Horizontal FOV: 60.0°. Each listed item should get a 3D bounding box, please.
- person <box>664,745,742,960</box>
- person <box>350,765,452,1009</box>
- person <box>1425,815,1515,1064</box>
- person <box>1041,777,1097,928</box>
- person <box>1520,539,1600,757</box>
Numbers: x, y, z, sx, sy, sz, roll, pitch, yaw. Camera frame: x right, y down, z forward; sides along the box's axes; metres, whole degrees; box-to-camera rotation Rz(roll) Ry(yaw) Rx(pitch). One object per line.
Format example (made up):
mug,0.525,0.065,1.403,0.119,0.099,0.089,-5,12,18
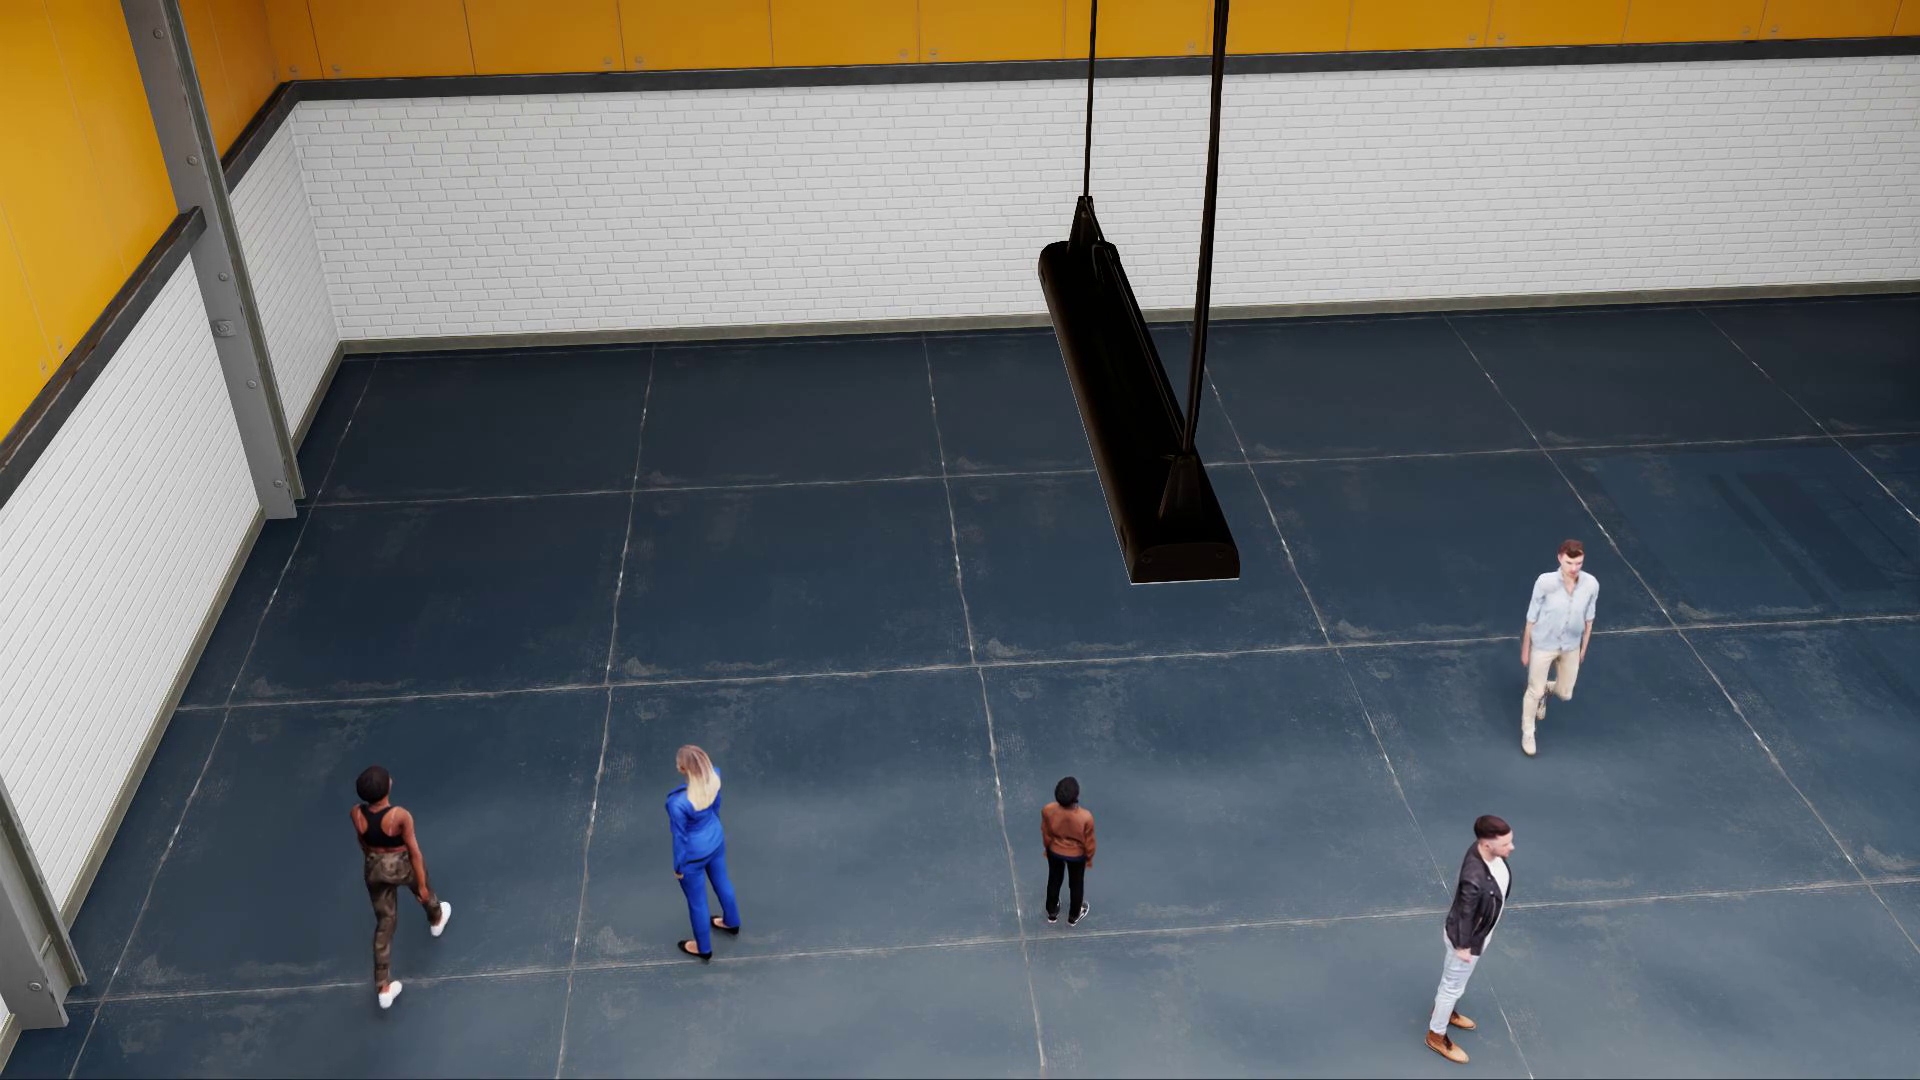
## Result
person,-1.655,1.994,10.715,0.772,1.698,0.683,20,38,27
person,-3.604,2.180,10.474,0.759,1.655,1.221,3,34,5
person,3.063,2.357,10.044,0.801,1.836,0.690,16,37,23
person,0.706,2.058,11.018,0.588,1.255,0.593,10,35,15
person,4.444,0.739,12.481,0.716,1.834,0.842,2,34,3
